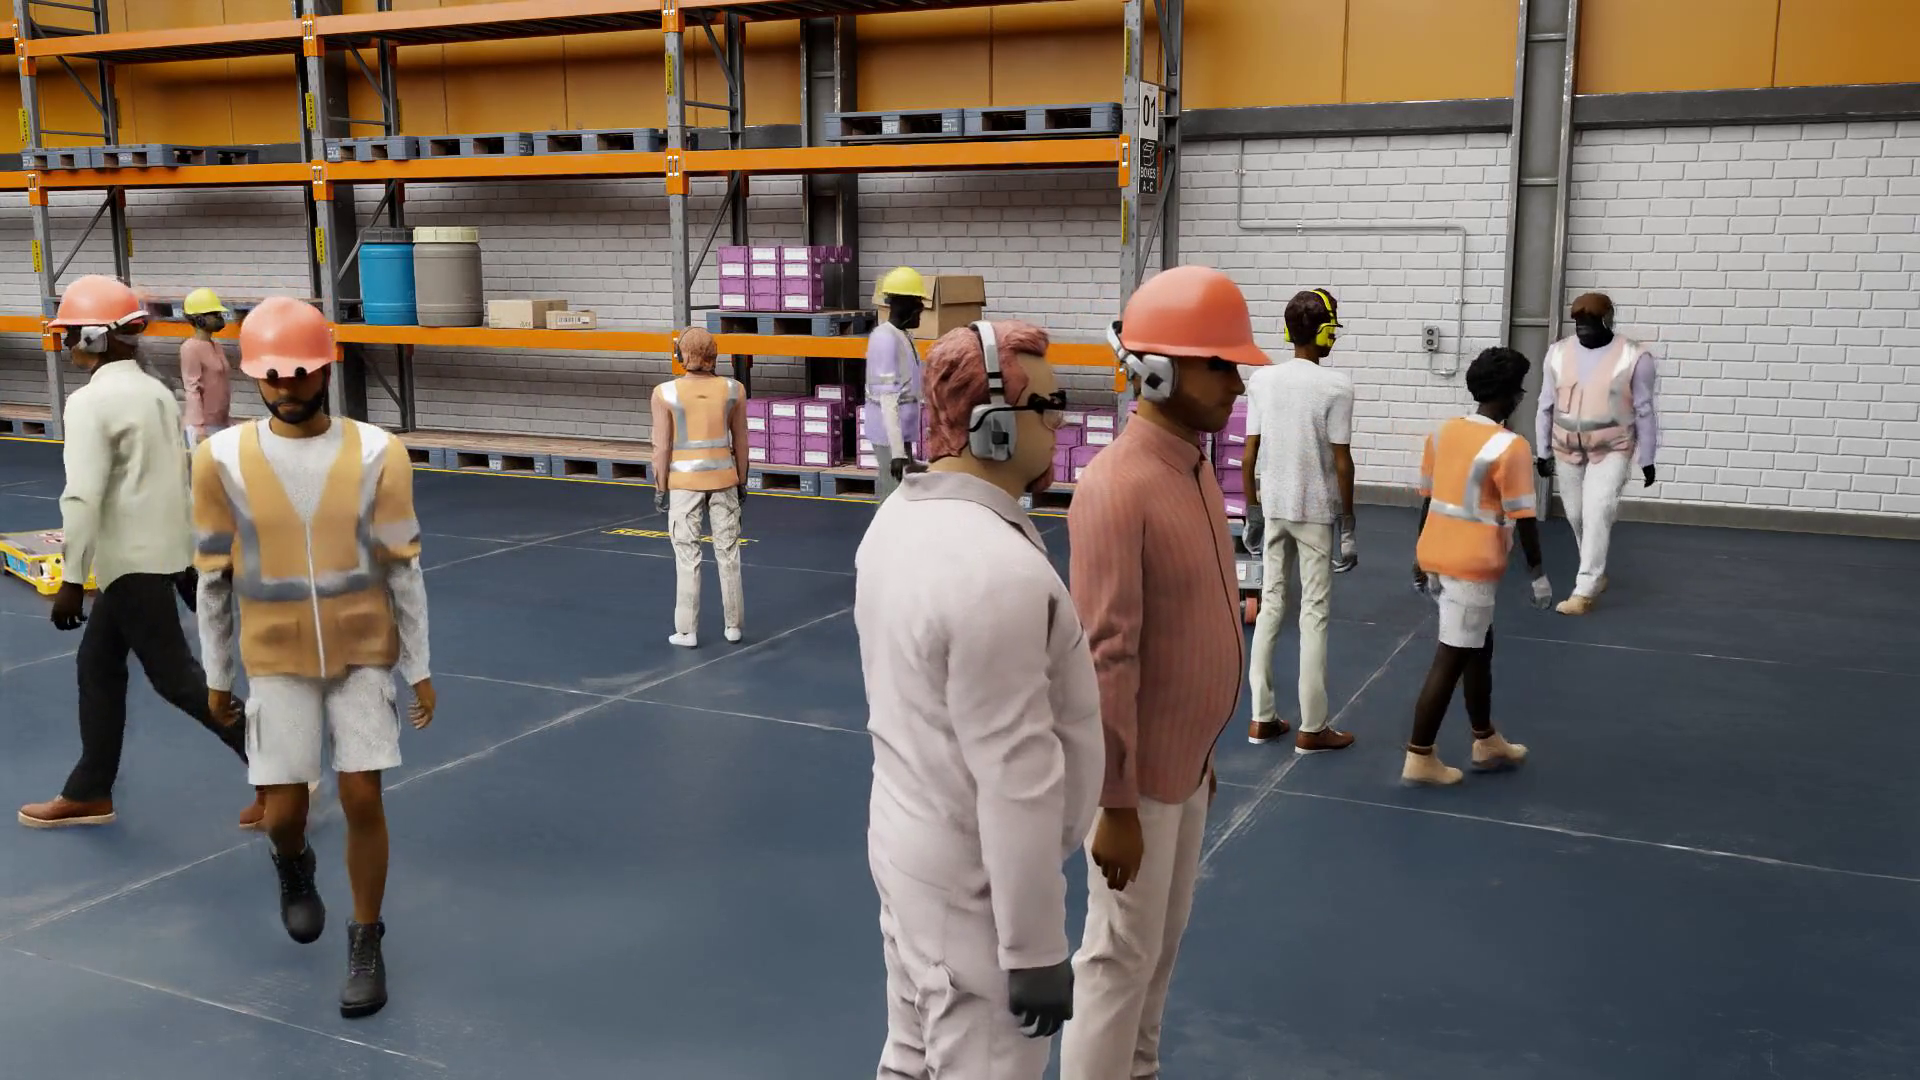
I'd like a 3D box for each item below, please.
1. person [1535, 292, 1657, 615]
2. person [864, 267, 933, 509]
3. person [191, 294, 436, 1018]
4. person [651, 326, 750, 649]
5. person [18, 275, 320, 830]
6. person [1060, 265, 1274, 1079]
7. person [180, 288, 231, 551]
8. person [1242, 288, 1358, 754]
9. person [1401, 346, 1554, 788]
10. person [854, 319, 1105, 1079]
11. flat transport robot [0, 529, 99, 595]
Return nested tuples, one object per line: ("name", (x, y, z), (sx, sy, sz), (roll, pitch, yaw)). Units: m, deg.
("person", (3.640, -0.515, 9.487), (0.663, 1.799, 0.907), (9, 13, 42))
("person", (-0.373, -0.606, 9.658), (0.435, 1.915, 0.690), (1, 10, 8))
("person", (-1.726, 0.298, 4.469), (0.572, 1.914, 0.590), (-4, 11, -21))
("person", (-1.310, -0.261, 8.454), (0.510, 1.640, 0.308), (-5, 11, -26))
("person", (-2.767, 0.065, 5.735), (1.017, 1.953, 0.602), (-2, 10, -9))
("person", (0.413, 0.447, 3.388), (0.401, 1.989, 0.623), (4, 11, 23))
("person", (-4.904, -0.753, 10.901), (0.304, 1.772, 0.529), (-1, 10, -5))
("person", (1.376, -0.072, 6.732), (0.534, 1.863, 0.309), (10, 14, 44))
("person", (1.990, 0.109, 6.244), (0.737, 1.658, 0.549), (-3, 10, -14))
("person", (0.047, 0.583, 2.853), (0.401, 1.910, 0.640), (-3, 10, -17))
("flat transport robot", (-5.500, 0.101, 10.295), (0.652, 0.197, 1.431), (-9, 13, -42))
